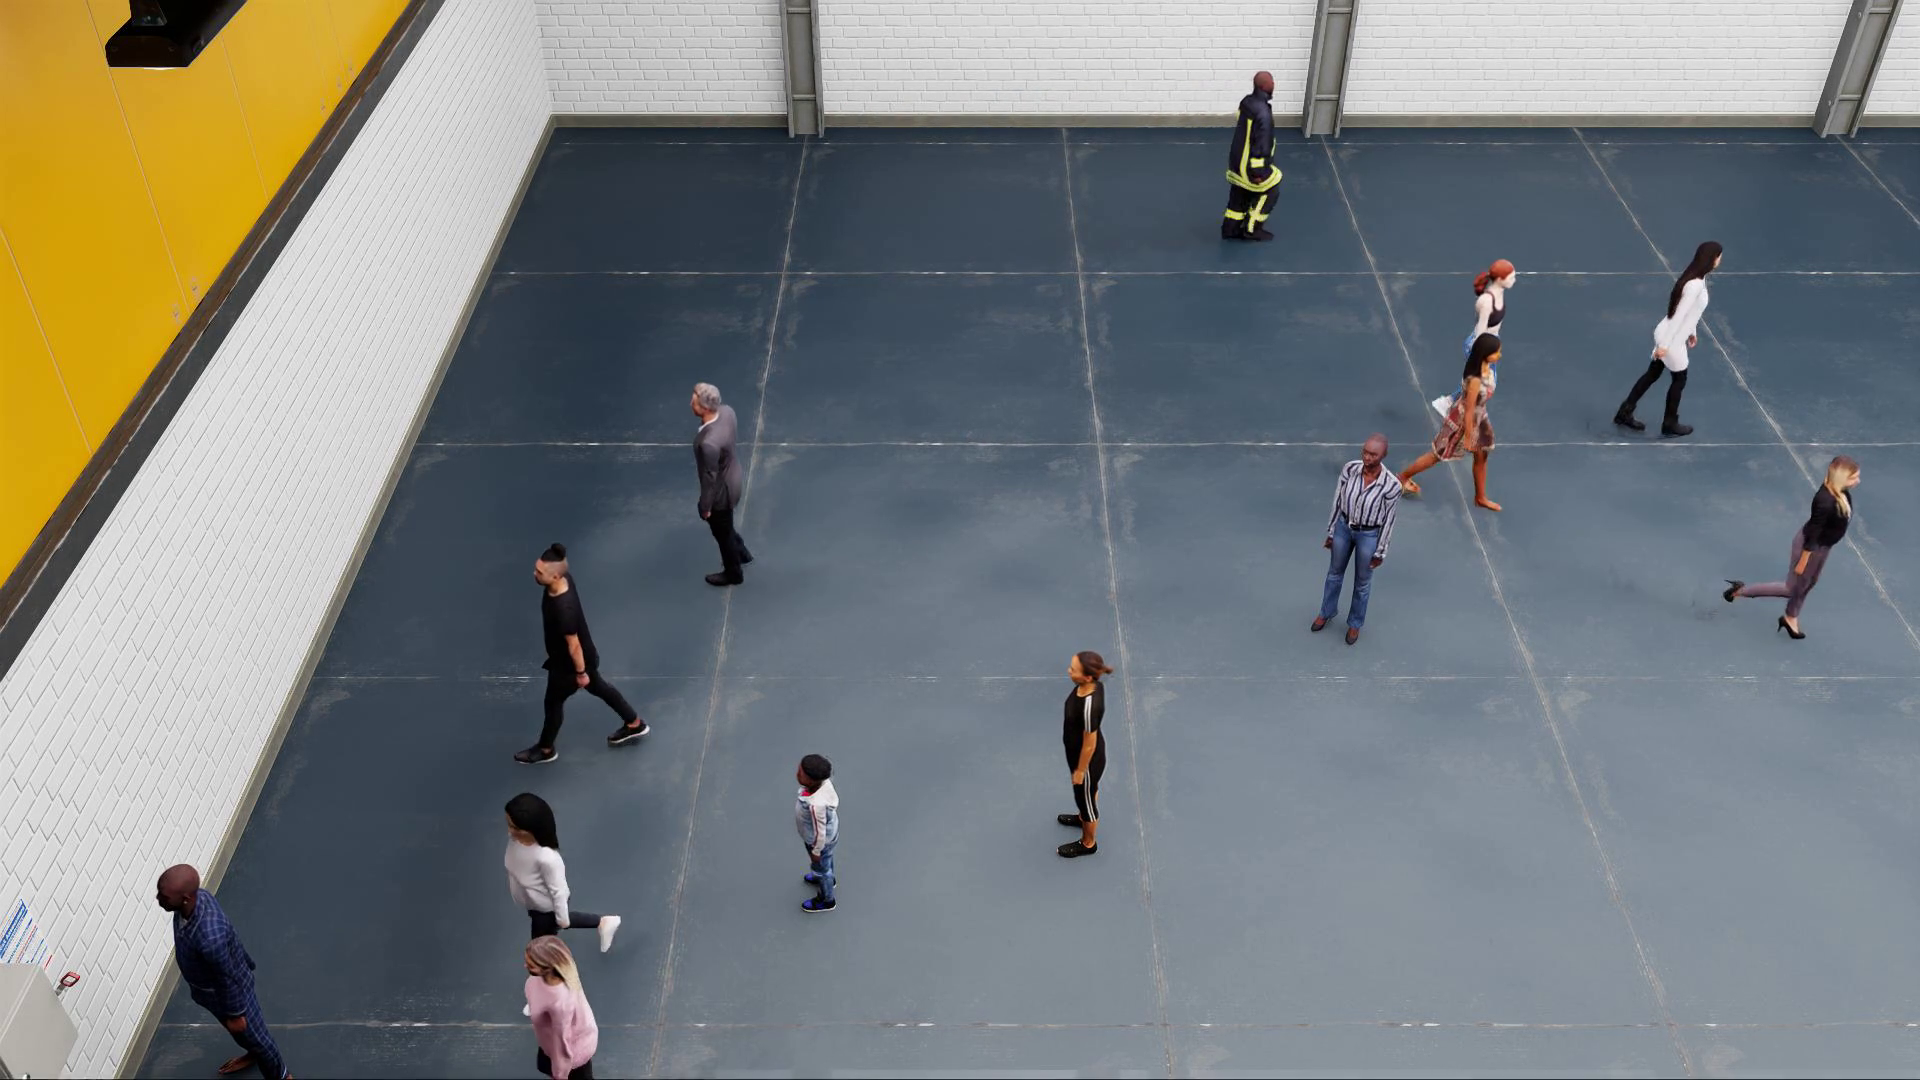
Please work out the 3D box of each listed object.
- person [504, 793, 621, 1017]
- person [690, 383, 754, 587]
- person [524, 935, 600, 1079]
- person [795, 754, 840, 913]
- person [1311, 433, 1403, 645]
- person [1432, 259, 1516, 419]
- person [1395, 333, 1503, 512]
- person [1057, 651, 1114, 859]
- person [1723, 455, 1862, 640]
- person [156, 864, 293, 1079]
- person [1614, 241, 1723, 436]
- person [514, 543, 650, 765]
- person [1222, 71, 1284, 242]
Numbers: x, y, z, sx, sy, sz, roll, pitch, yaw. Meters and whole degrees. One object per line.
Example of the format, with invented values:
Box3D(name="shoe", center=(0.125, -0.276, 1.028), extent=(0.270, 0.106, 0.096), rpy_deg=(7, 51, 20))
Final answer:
Box3D(name="person", center=(-2.327, 2.018, 9.592), extent=(1.066, 1.681, 0.979), rpy_deg=(-29, 47, -31))
Box3D(name="person", center=(-1.734, -0.402, 12.506), extent=(0.639, 1.827, 0.750), rpy_deg=(2, 39, 3))
Box3D(name="person", center=(-1.997, 2.619, 8.841), extent=(0.700, 1.679, 0.707), rpy_deg=(-13, 40, -15))
Box3D(name="person", center=(-0.868, 1.783, 10.224), extent=(0.476, 1.260, 0.477), rpy_deg=(0, 39, 0))
Box3D(name="person", center=(2.883, -0.024, 12.057), extent=(0.650, 1.796, 0.759), rpy_deg=(22, 44, 26))
Box3D(name="person", center=(4.297, -1.588, 14.031), extent=(0.854, 1.777, 0.768), rpy_deg=(23, 44, 26))
Box3D(name="person", center=(3.974, -0.956, 13.380), extent=(1.216, 1.602, 0.967), rpy_deg=(15, 41, 18))
Box3D(name="person", center=(0.791, 1.328, 10.466), extent=(0.507, 1.669, 0.591), rpy_deg=(2, 39, 3))
Box3D(name="person", center=(6.077, 0.049, 12.082), extent=(0.987, 1.651, 0.871), rpy_deg=(21, 43, 24))
Box3D(name="person", center=(-4.004, 2.384, 9.024), extent=(0.810, 1.819, 0.763), rpy_deg=(-29, 47, -31))
Box3D(name="person", center=(5.997, -1.689, 14.178), extent=(0.990, 1.752, 0.850), rpy_deg=(19, 43, 23))
Box3D(name="person", center=(-2.508, 0.747, 11.075), extent=(1.233, 1.816, 0.884), rpy_deg=(-10, 40, -12))
Box3D(name="person", center=(2.885, -3.859, 16.851), extent=(0.850, 1.807, 0.841), rpy_deg=(-8, 39, -10))
